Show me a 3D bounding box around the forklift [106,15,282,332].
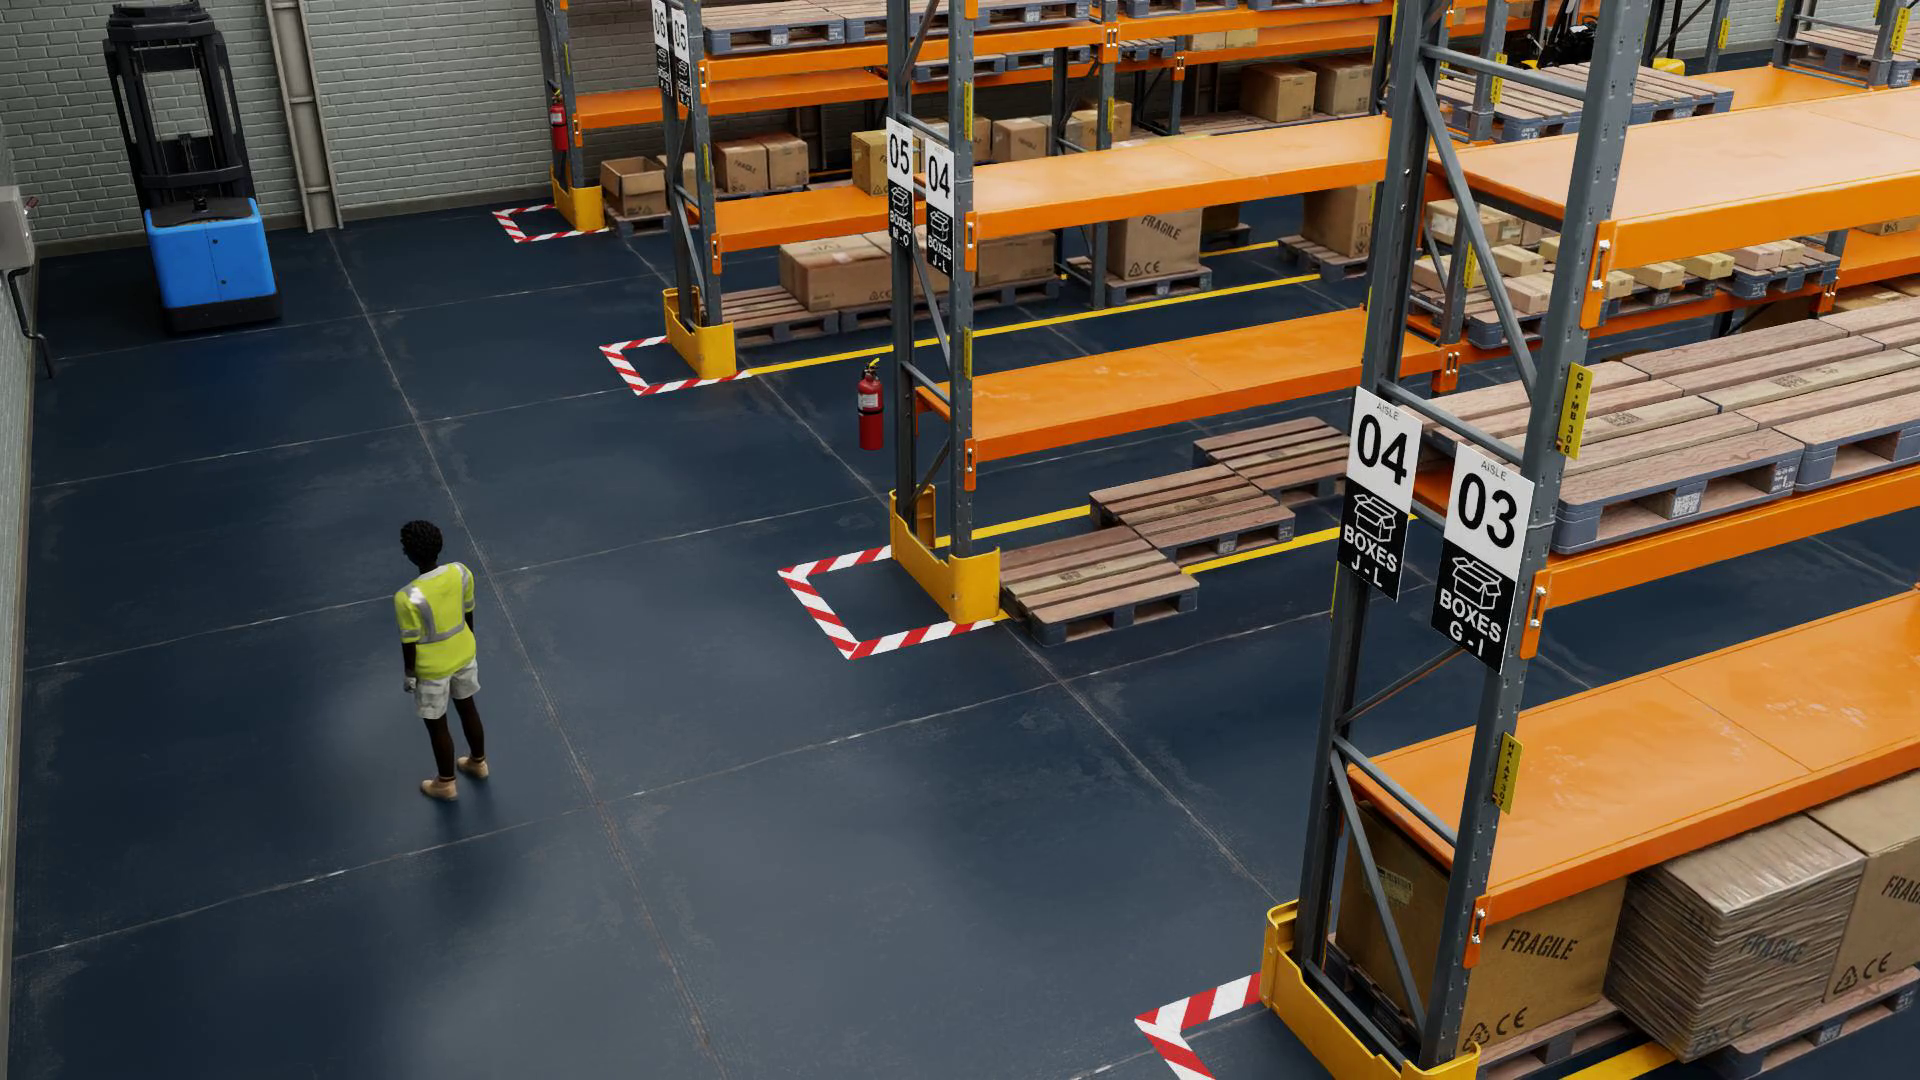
[{"bbox_3d":[-7.548,-3.672,16.323,1.129,2.768,1.873,-12,30,-22],"label":"forklift"}]

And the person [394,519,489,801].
[{"bbox_3d":[-2.889,0.666,9.287,0.323,1.686,0.539,14,31,25],"label":"person"}]

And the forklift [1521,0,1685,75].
[{"bbox_3d":[8.950,-6.807,23.056,1.214,2.155,2.313,-12,30,-22],"label":"forklift"}]
